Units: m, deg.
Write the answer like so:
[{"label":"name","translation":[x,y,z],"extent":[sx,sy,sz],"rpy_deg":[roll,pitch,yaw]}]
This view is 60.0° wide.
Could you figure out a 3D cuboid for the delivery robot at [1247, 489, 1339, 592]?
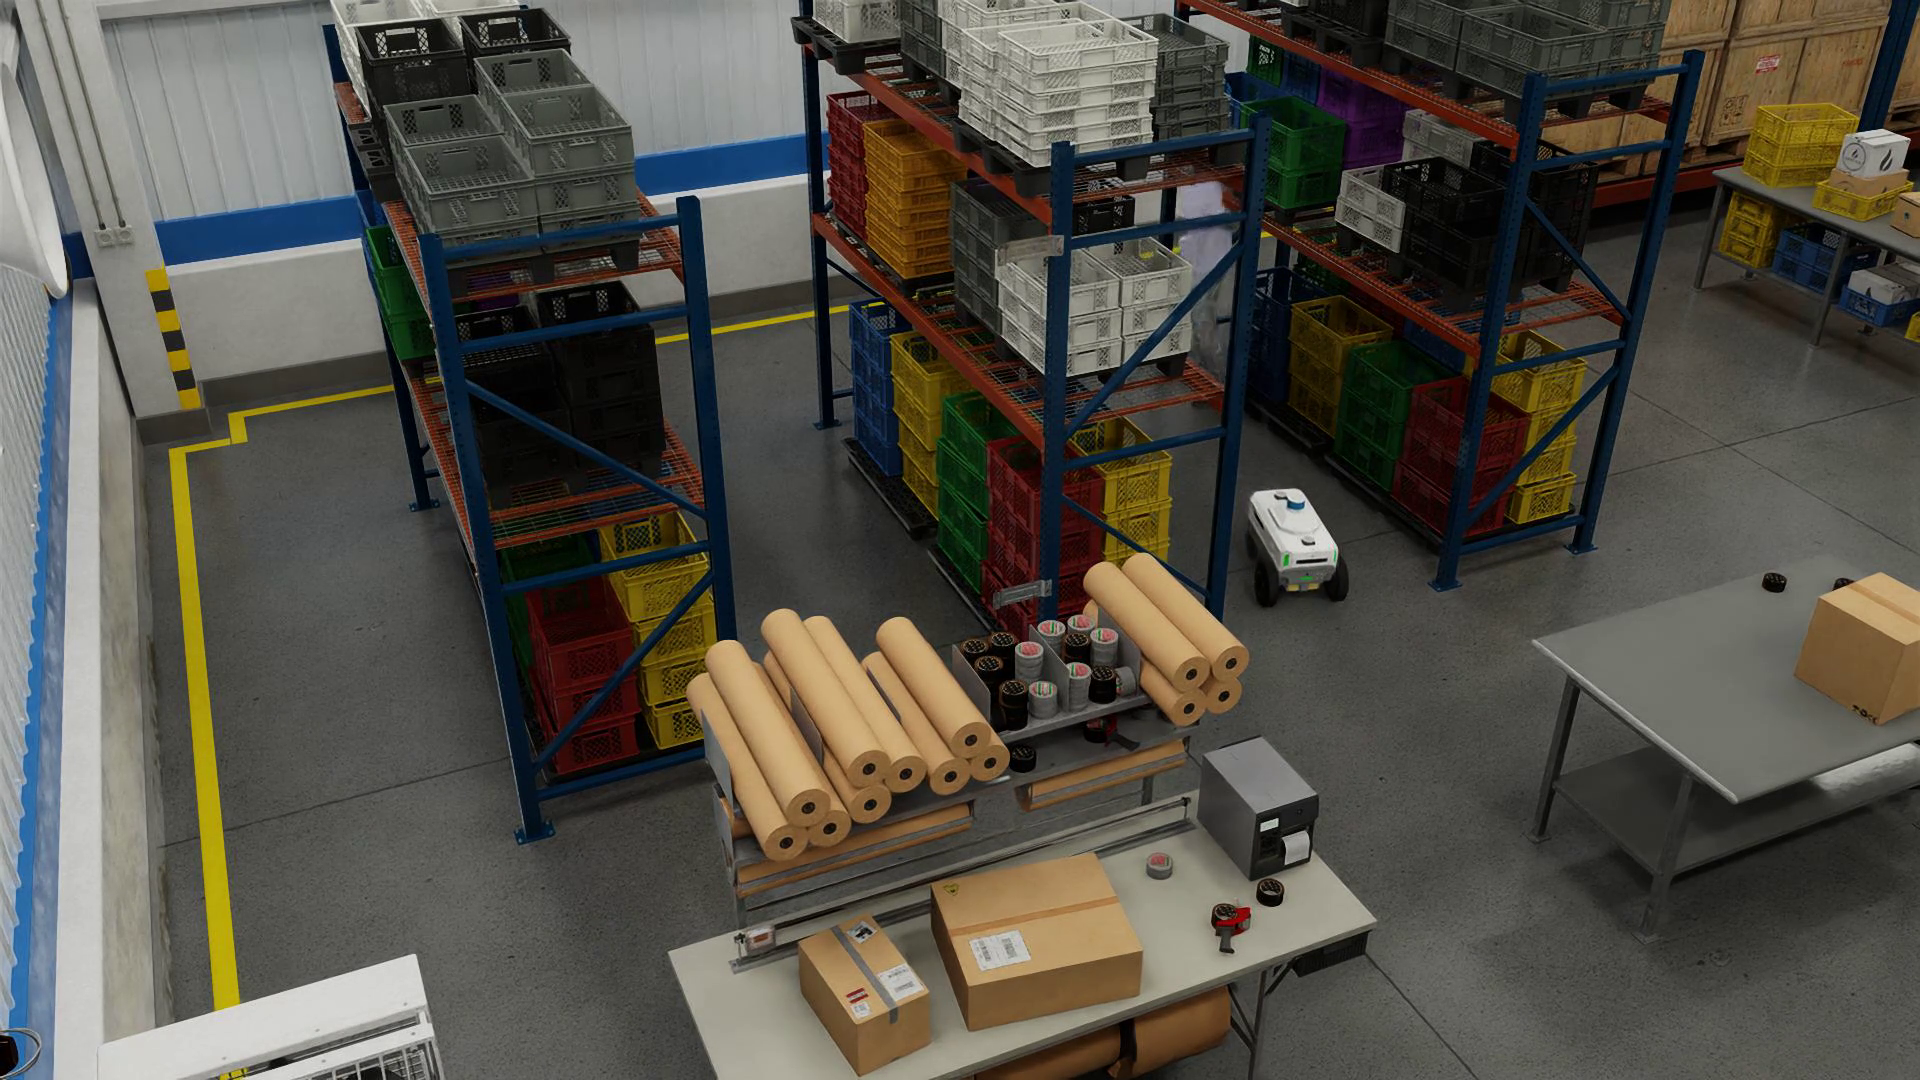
[{"label":"delivery robot","translation":[1.927,-0.038,9.651],"extent":[0.477,0.478,0.707],"rpy_deg":[-4,32,-7]}]

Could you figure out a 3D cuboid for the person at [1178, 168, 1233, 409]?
[{"label":"person","translation":[1.730,-1.847,11.409],"extent":[0.524,1.904,0.662],"rpy_deg":[19,36,28]}]
